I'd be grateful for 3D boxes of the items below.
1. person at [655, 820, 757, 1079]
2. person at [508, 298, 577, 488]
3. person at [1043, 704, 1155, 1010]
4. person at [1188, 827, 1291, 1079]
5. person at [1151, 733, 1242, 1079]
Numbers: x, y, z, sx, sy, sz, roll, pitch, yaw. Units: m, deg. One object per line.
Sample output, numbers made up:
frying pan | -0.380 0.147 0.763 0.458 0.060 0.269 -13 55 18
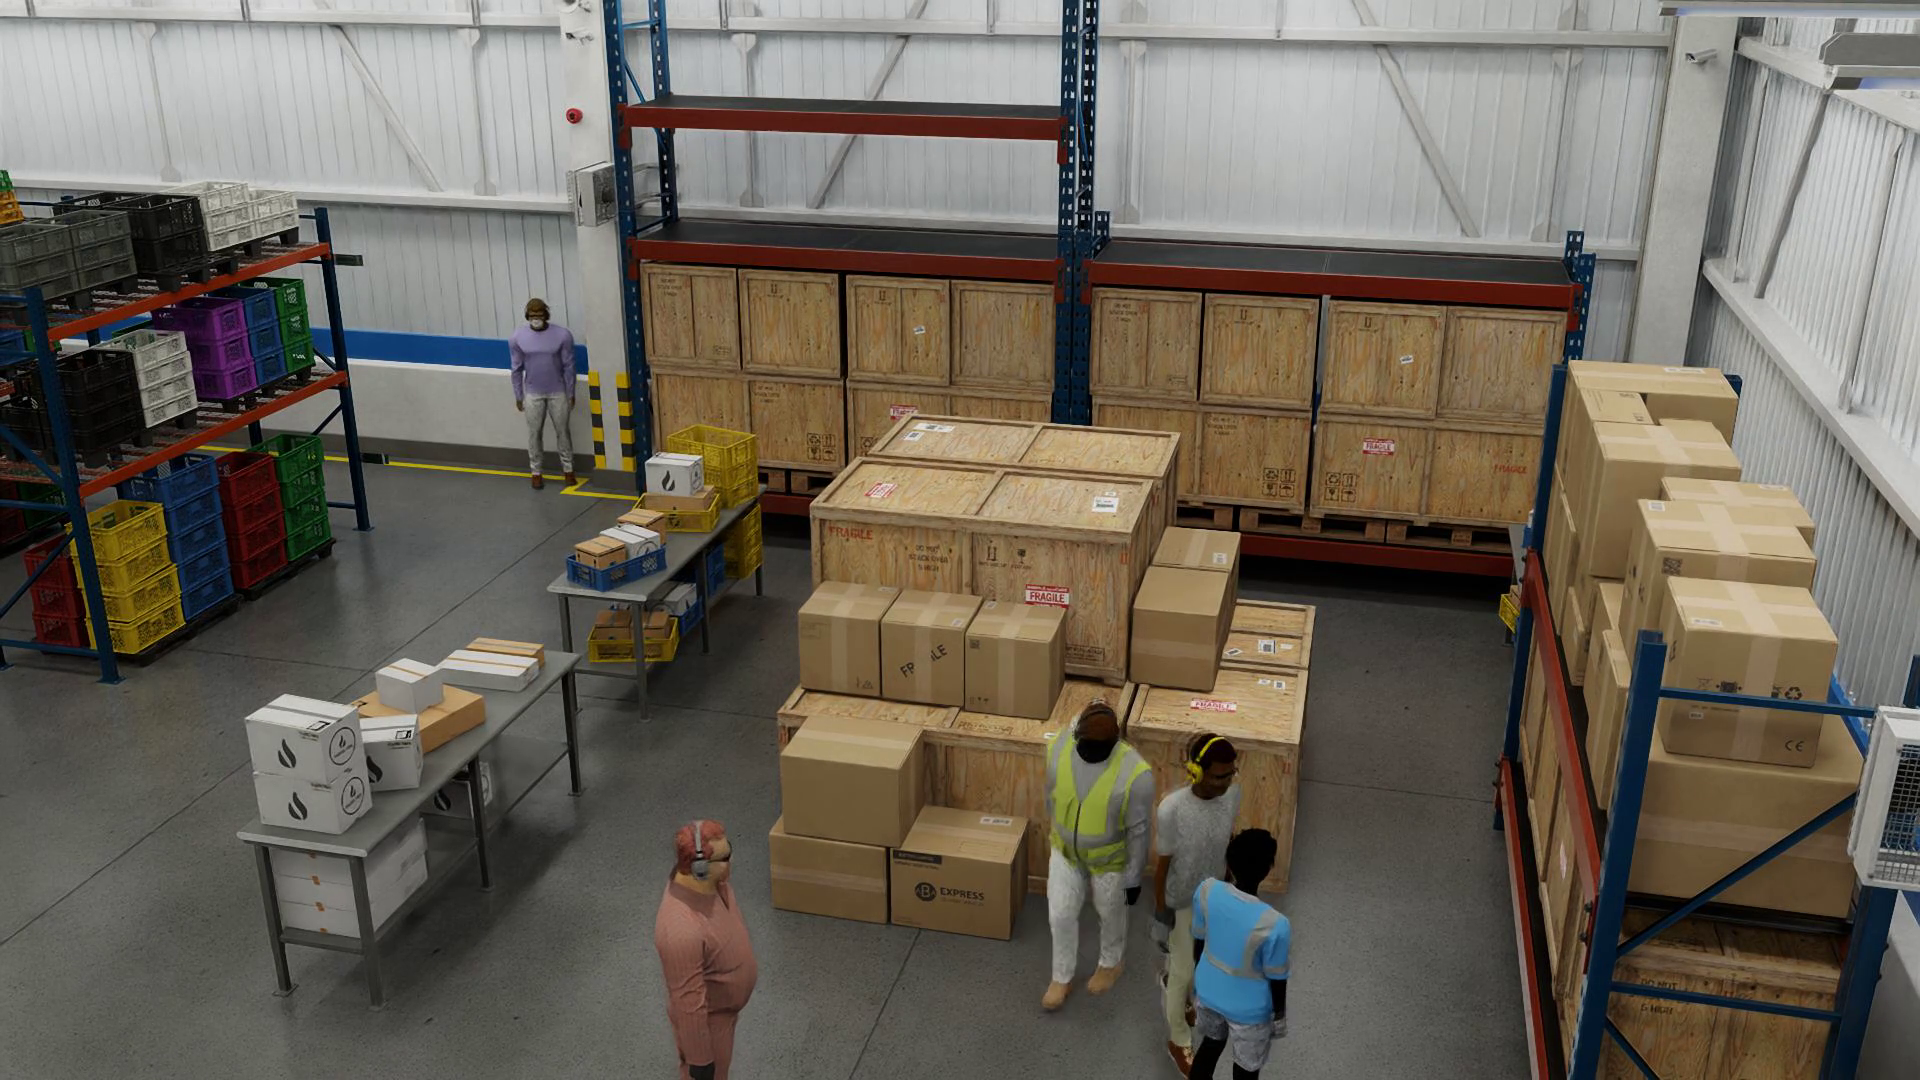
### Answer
person | -1.086 2.078 7.297 0.408 1.905 0.654 0 21 -1
person | -4.121 -1.462 16.535 0.635 1.931 0.371 -5 21 -12
person | 0.700 1.625 8.625 0.644 1.800 0.689 11 23 26
person | 1.265 2.083 7.582 0.323 1.690 0.535 -16 26 -36
person | 1.134 1.766 8.197 0.531 1.848 0.459 -9 23 -23
